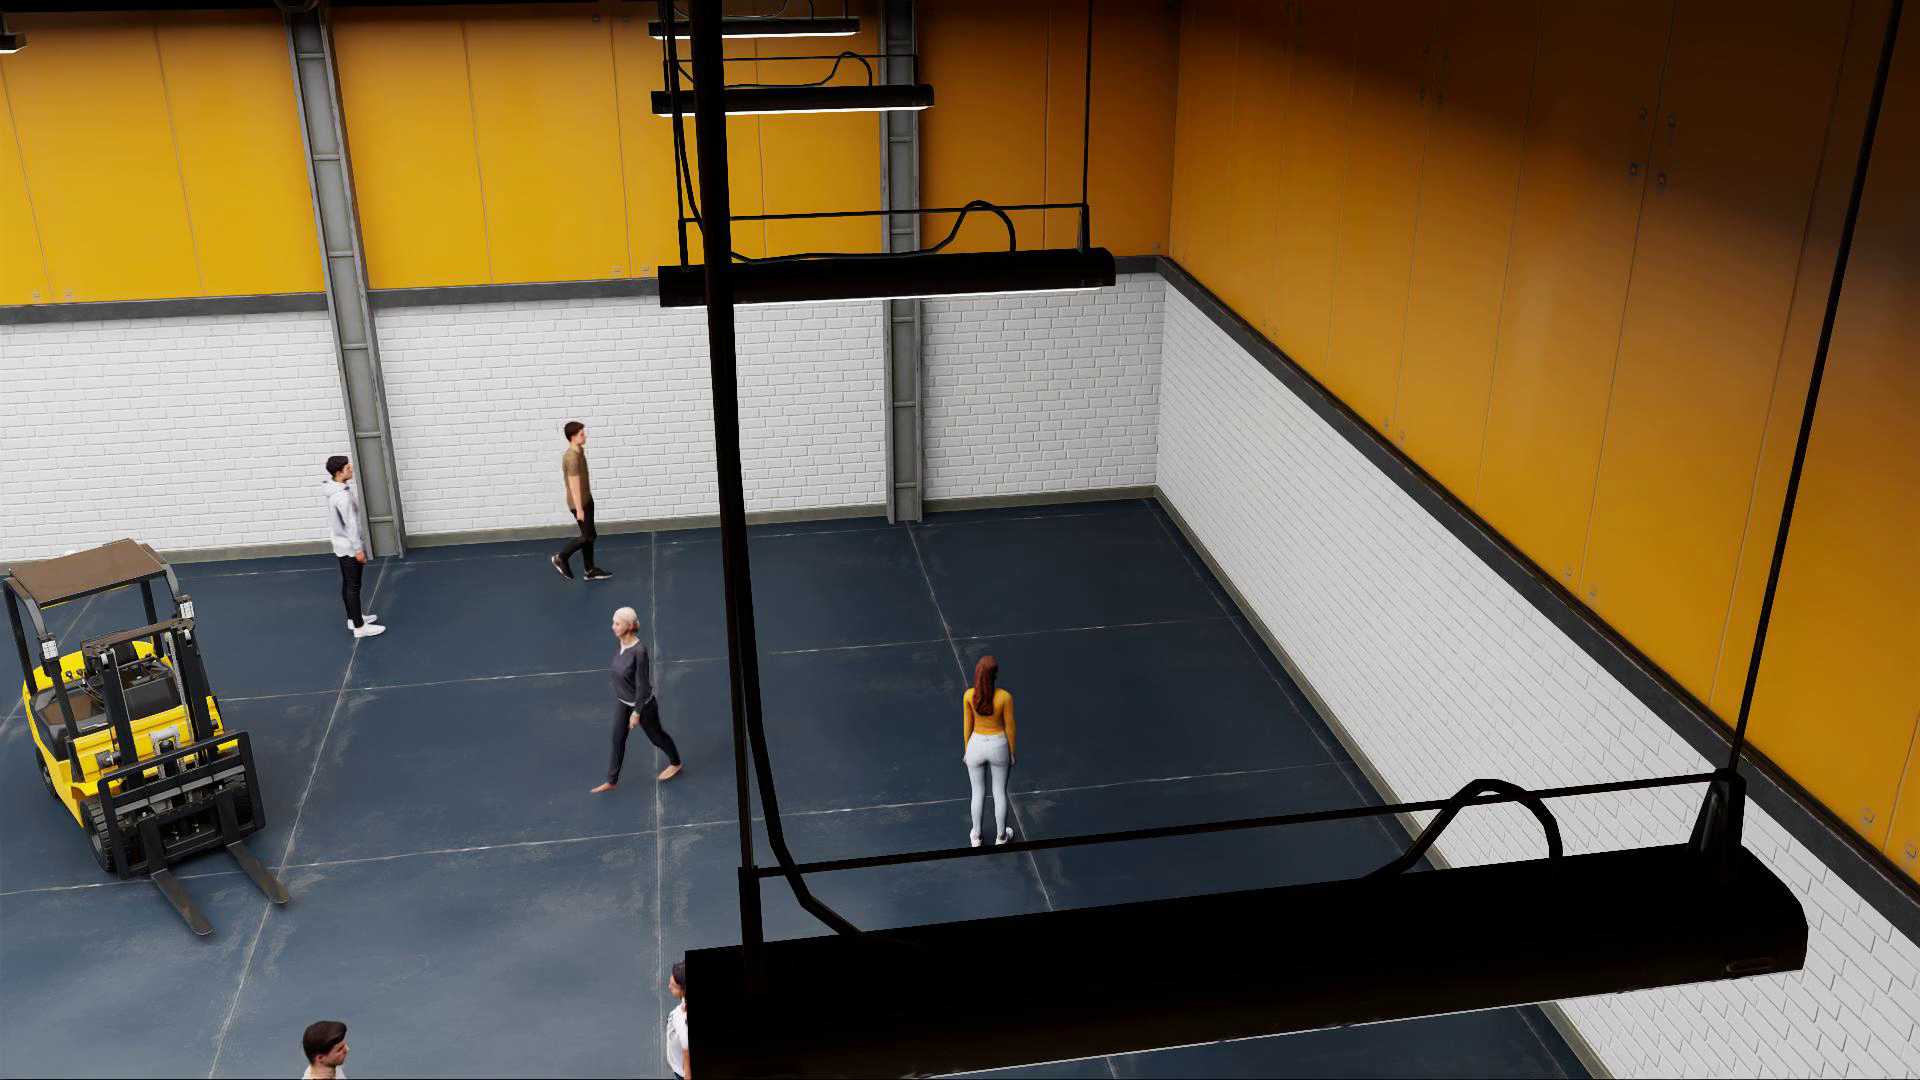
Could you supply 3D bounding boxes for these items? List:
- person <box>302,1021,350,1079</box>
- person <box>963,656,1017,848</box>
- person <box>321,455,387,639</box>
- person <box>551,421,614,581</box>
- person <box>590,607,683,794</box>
[{"bbox_3d":[-3.483,3.471,9.186,0.591,1.874,0.676,-4,24,-10],"label":"person"},{"bbox_3d":[0.232,1.710,13.369,0.597,1.751,0.712,3,24,7],"label":"person"},{"bbox_3d":[-6.246,0.047,16.950,0.720,1.929,0.753,-14,27,-28],"label":"person"},{"bbox_3d":[-4.205,-0.402,18.082,0.901,1.844,0.726,-1,24,-2],"label":"person"},{"bbox_3d":[-2.699,1.356,14.257,1.169,1.687,0.998,-20,31,-38],"label":"person"}]
